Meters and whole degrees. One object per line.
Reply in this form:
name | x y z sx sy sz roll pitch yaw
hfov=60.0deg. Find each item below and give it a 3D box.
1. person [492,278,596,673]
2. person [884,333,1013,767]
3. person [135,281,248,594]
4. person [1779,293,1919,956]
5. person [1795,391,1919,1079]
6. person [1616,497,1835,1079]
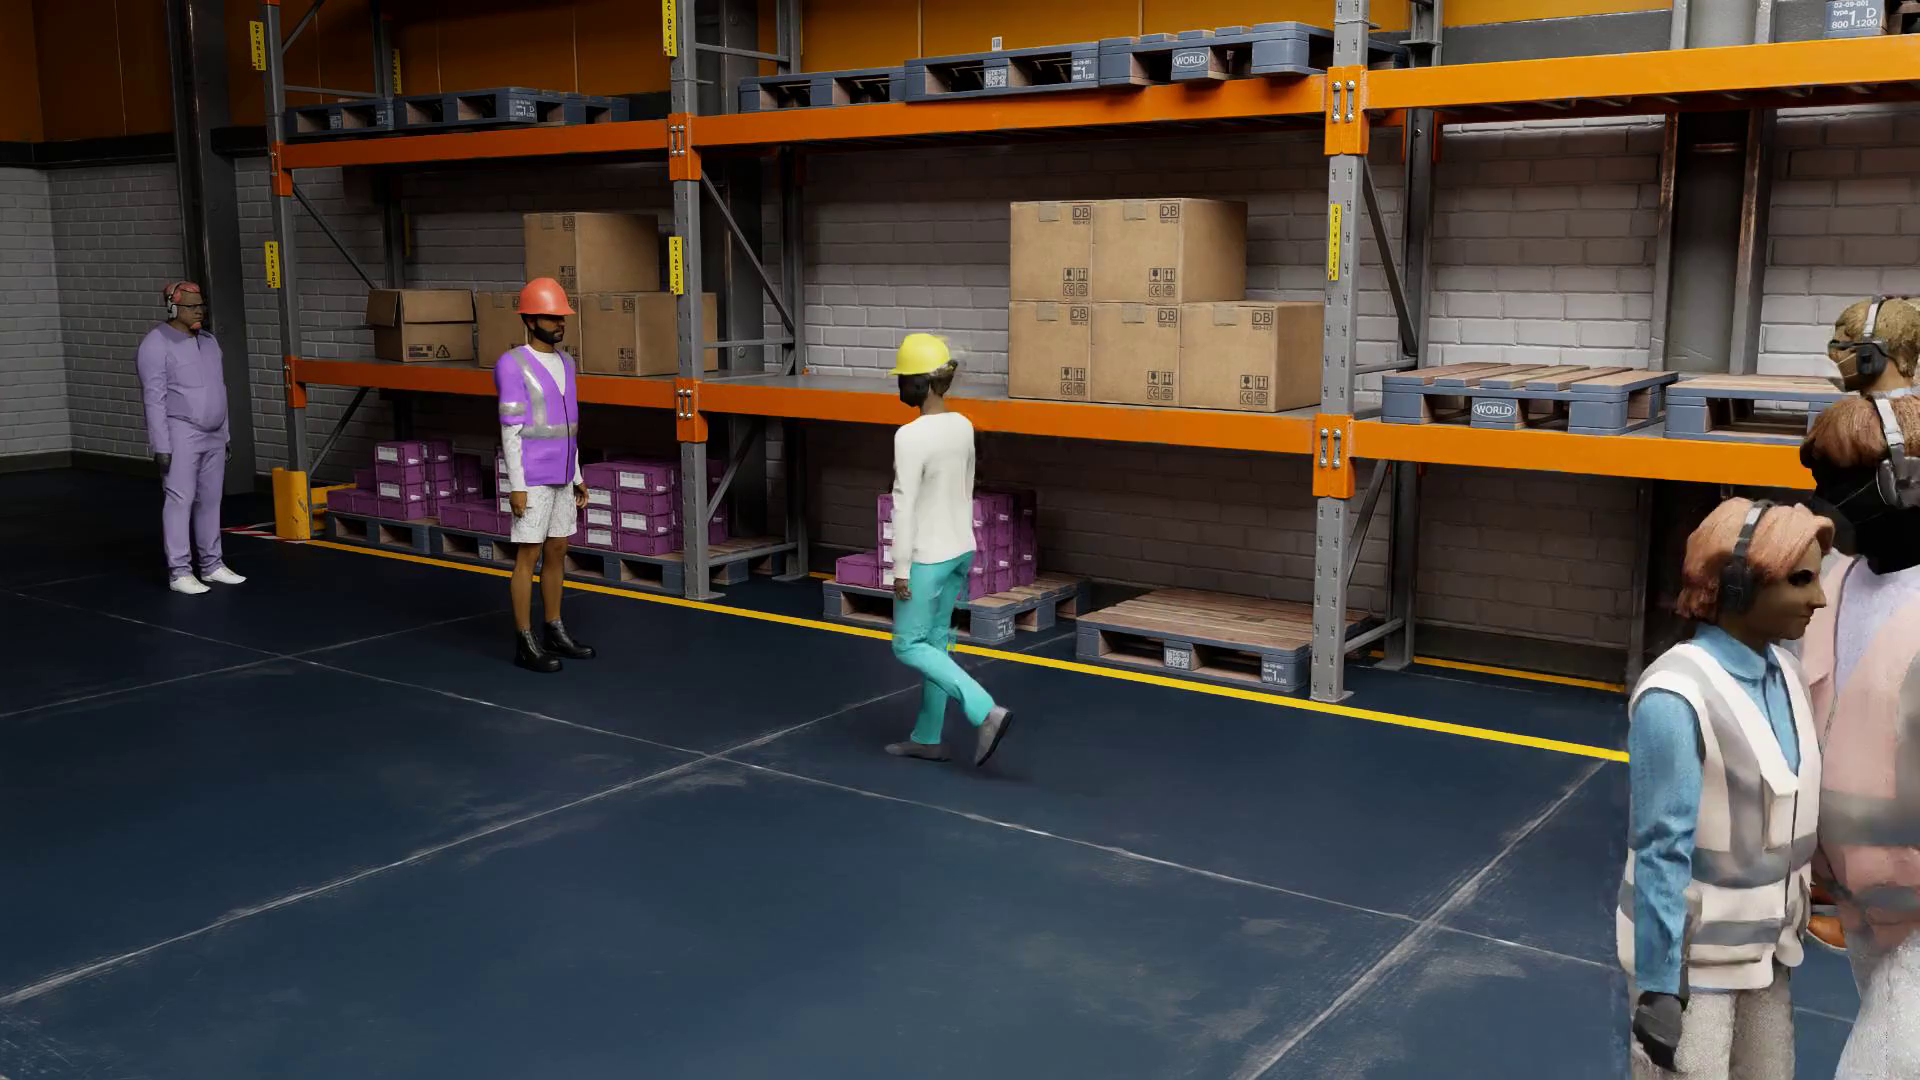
person | -2.048 -0.325 8.276 0.363 1.939 0.542 4 10 24
person | -0.058 0.063 6.553 0.570 1.750 0.523 6 11 30
person | -4.693 -0.624 10.190 0.404 1.900 0.637 2 10 14
person | 2.557 0.258 4.830 0.644 1.920 0.655 -8 13 -40
person | 1.619 0.647 2.921 0.814 1.798 0.652 0 10 -3
person | 1.284 0.723 2.942 0.534 1.621 0.538 -8 12 -40
